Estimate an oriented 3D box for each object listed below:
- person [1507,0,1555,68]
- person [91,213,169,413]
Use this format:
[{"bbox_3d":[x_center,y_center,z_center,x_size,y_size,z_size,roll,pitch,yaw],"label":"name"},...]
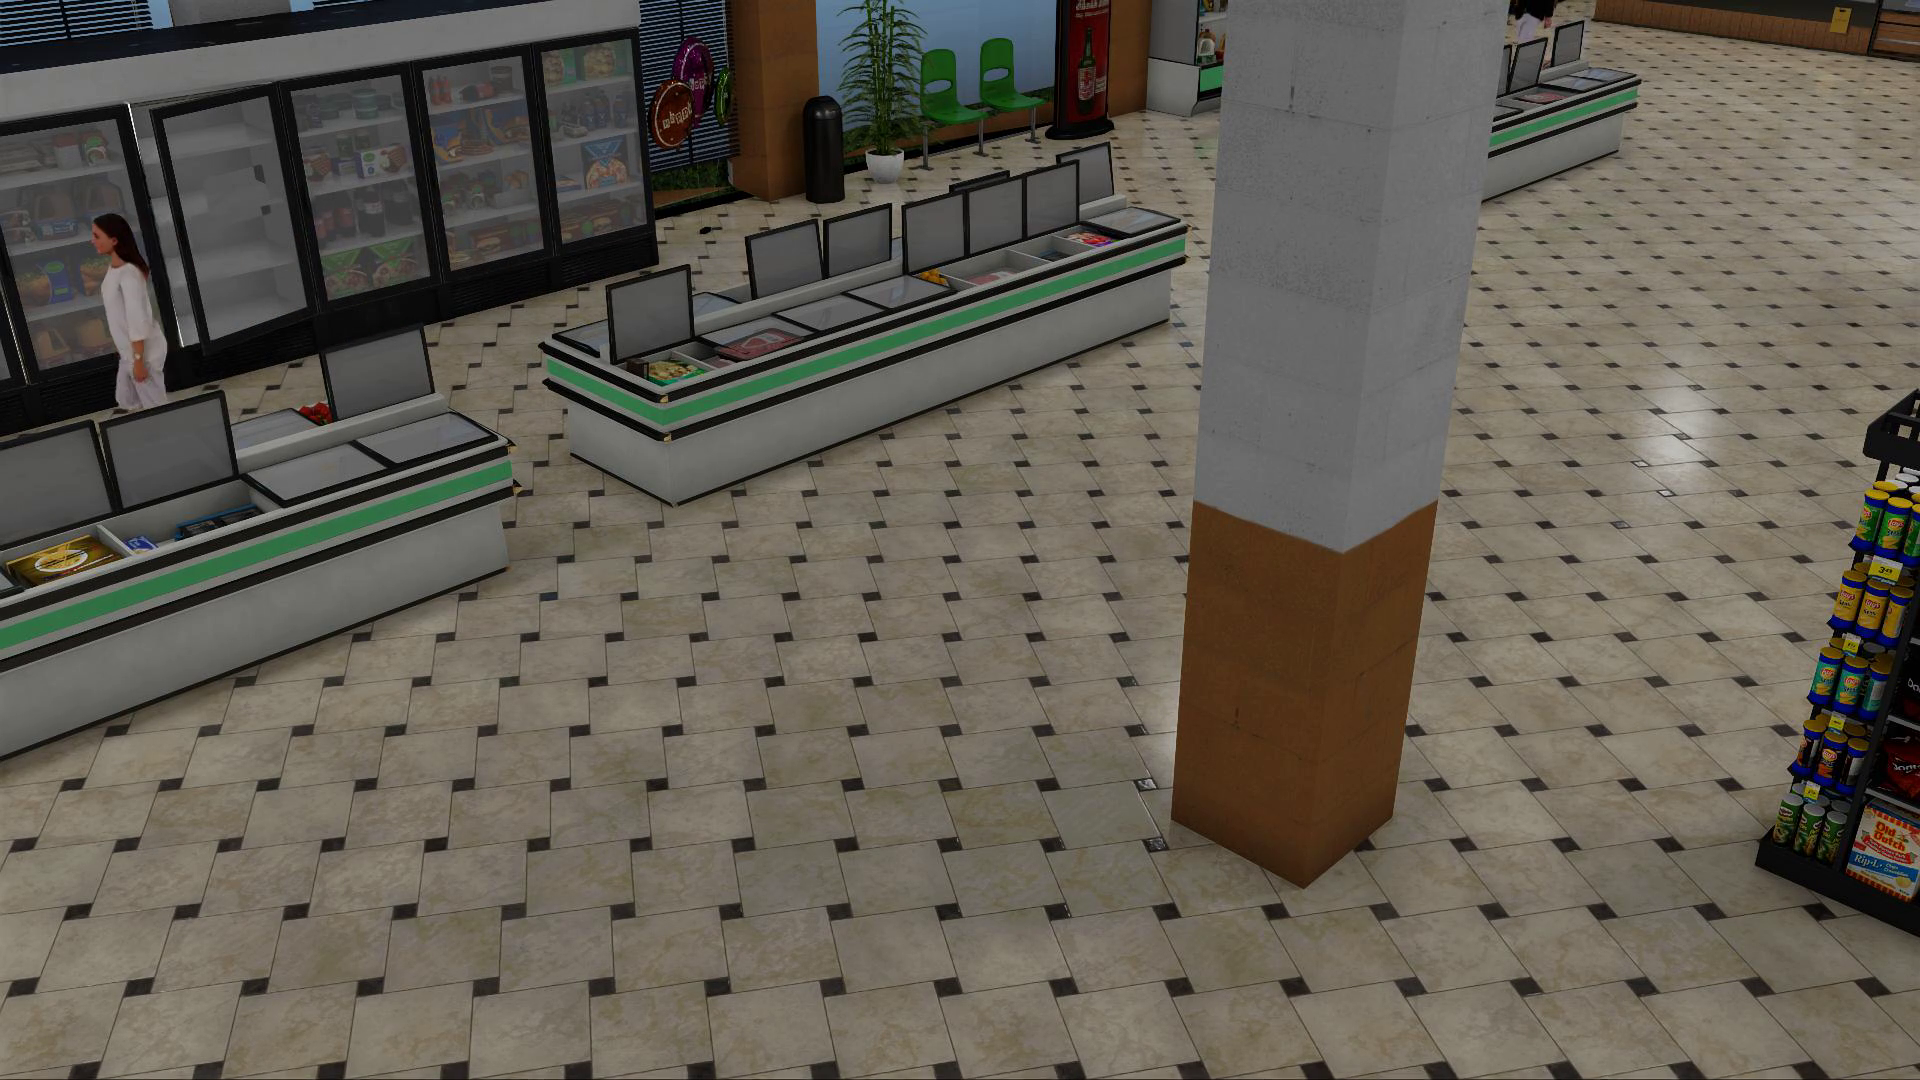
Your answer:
[{"bbox_3d":[7.001,-6.357,20.299,1.223,1.777,0.805,-19,33,-33],"label":"person"},{"bbox_3d":[-4.961,-1.195,10.222,0.634,1.684,0.659,-17,32,-31],"label":"person"}]
